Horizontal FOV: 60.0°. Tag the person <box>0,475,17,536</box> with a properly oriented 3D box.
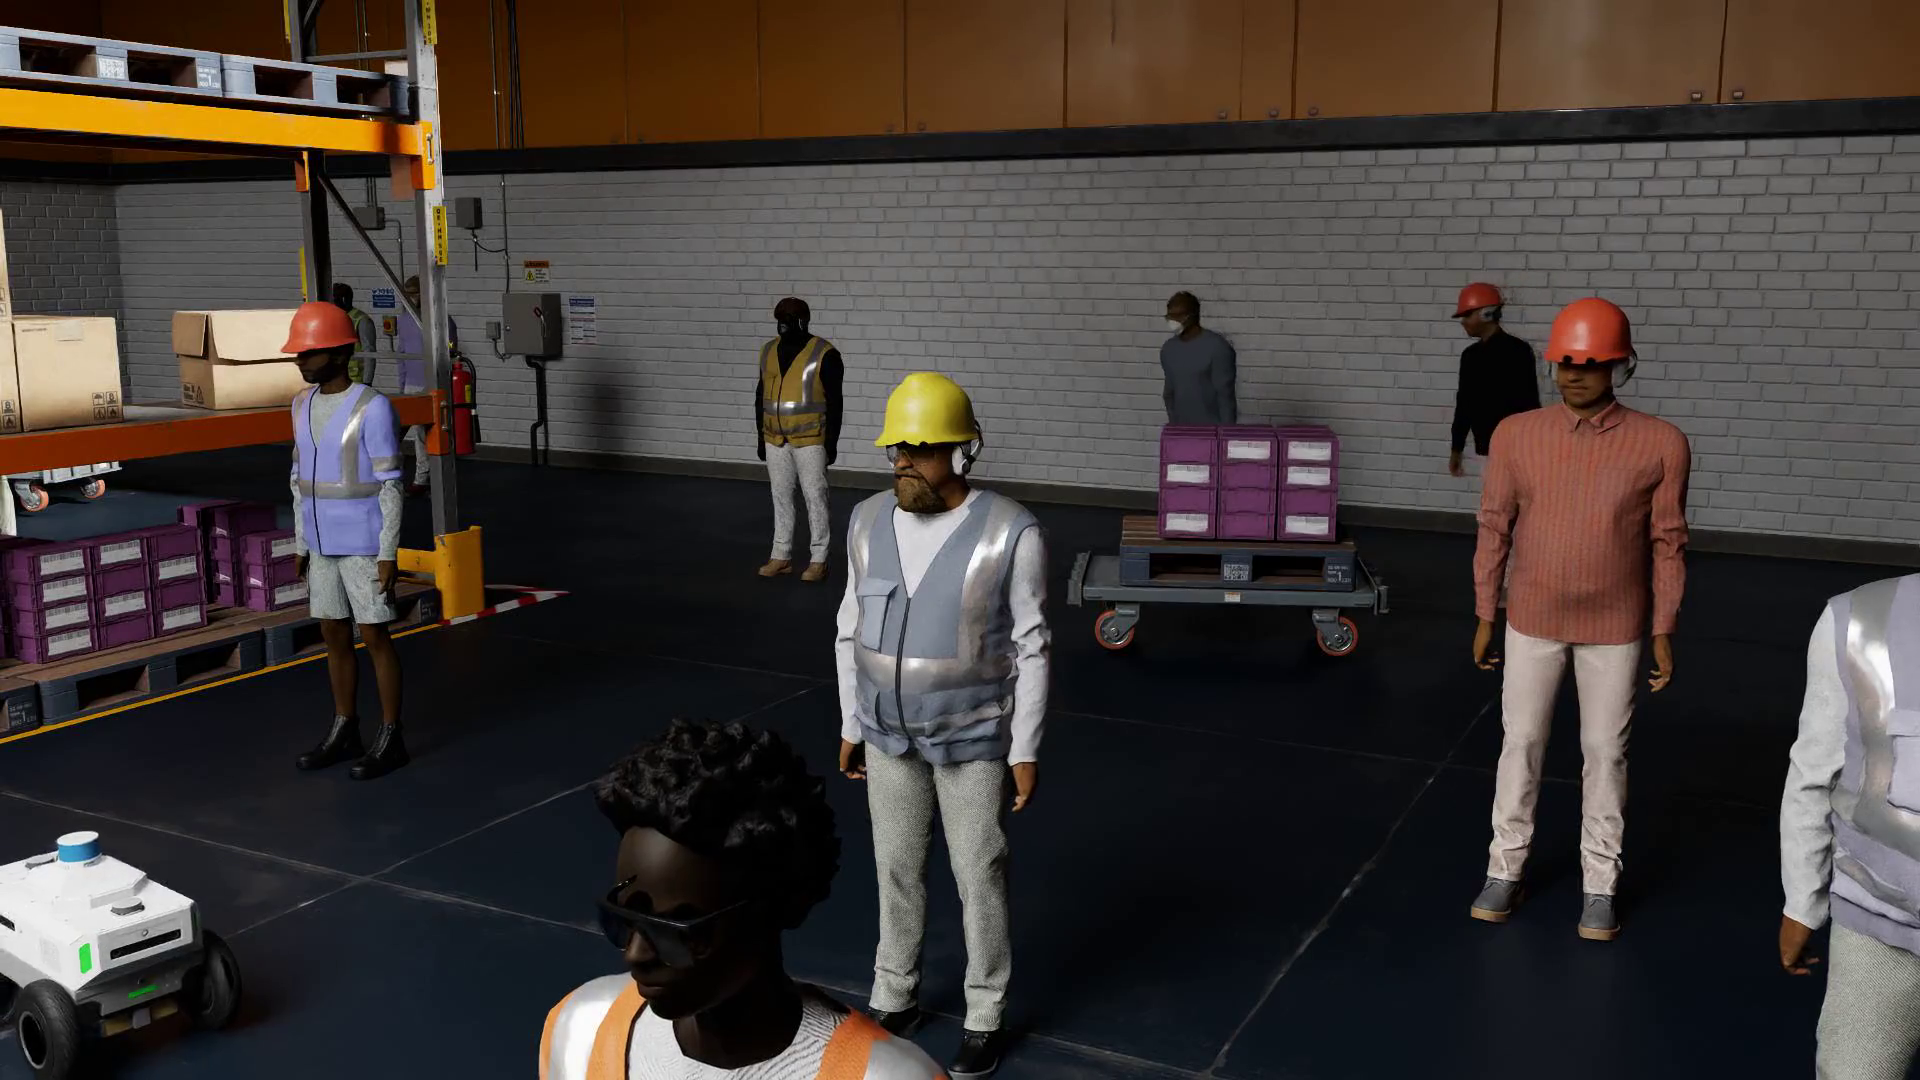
[{"bbox_3d":[-6.884,-0.809,11.657,0.533,1.868,0.310,5,11,27],"label":"person"}]

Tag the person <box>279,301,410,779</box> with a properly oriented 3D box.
[{"bbox_3d":[-2.502,0.010,6.721,0.551,1.932,0.376,5,11,27],"label":"person"}]

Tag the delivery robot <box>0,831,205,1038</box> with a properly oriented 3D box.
[{"bbox_3d":[-2.372,1.035,4.512,0.707,0.478,0.477,8,12,38],"label":"delivery robot"}]

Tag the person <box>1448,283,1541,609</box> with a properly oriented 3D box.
[{"bbox_3d":[3.215,-0.558,9.979,0.583,1.945,0.628,-2,10,-14],"label":"person"}]

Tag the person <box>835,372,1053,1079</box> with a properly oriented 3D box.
[{"bbox_3d":[-0.065,0.484,4.275,0.600,1.830,0.403,5,11,27],"label":"person"}]

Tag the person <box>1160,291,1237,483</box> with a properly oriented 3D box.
[{"bbox_3d":[1.647,-0.709,11.089,0.747,1.892,0.642,-9,13,-42],"label":"person"}]

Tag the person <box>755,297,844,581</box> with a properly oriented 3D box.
[{"bbox_3d":[-1.069,-0.653,10.834,0.633,1.841,0.429,5,11,27],"label":"person"}]

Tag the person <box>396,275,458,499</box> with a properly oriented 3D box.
[{"bbox_3d":[-4.610,-1.315,14.385,0.635,1.936,0.352,5,11,27],"label":"person"}]

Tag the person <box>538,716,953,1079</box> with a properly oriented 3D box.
[{"bbox_3d":[-0.215,0.999,1.686,0.540,1.695,0.317,5,11,27],"label":"person"}]

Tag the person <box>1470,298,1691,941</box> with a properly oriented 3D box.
[{"bbox_3d":[1.902,0.251,5.160,0.622,1.989,0.399,5,11,27],"label":"person"}]

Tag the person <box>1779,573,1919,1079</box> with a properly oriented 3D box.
[{"bbox_3d":[1.840,0.691,3.077,0.600,1.830,0.403,5,11,27],"label":"person"}]

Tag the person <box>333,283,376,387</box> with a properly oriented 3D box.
[{"bbox_3d":[-5.898,-1.544,15.991,0.633,1.841,0.429,5,11,27],"label":"person"}]
